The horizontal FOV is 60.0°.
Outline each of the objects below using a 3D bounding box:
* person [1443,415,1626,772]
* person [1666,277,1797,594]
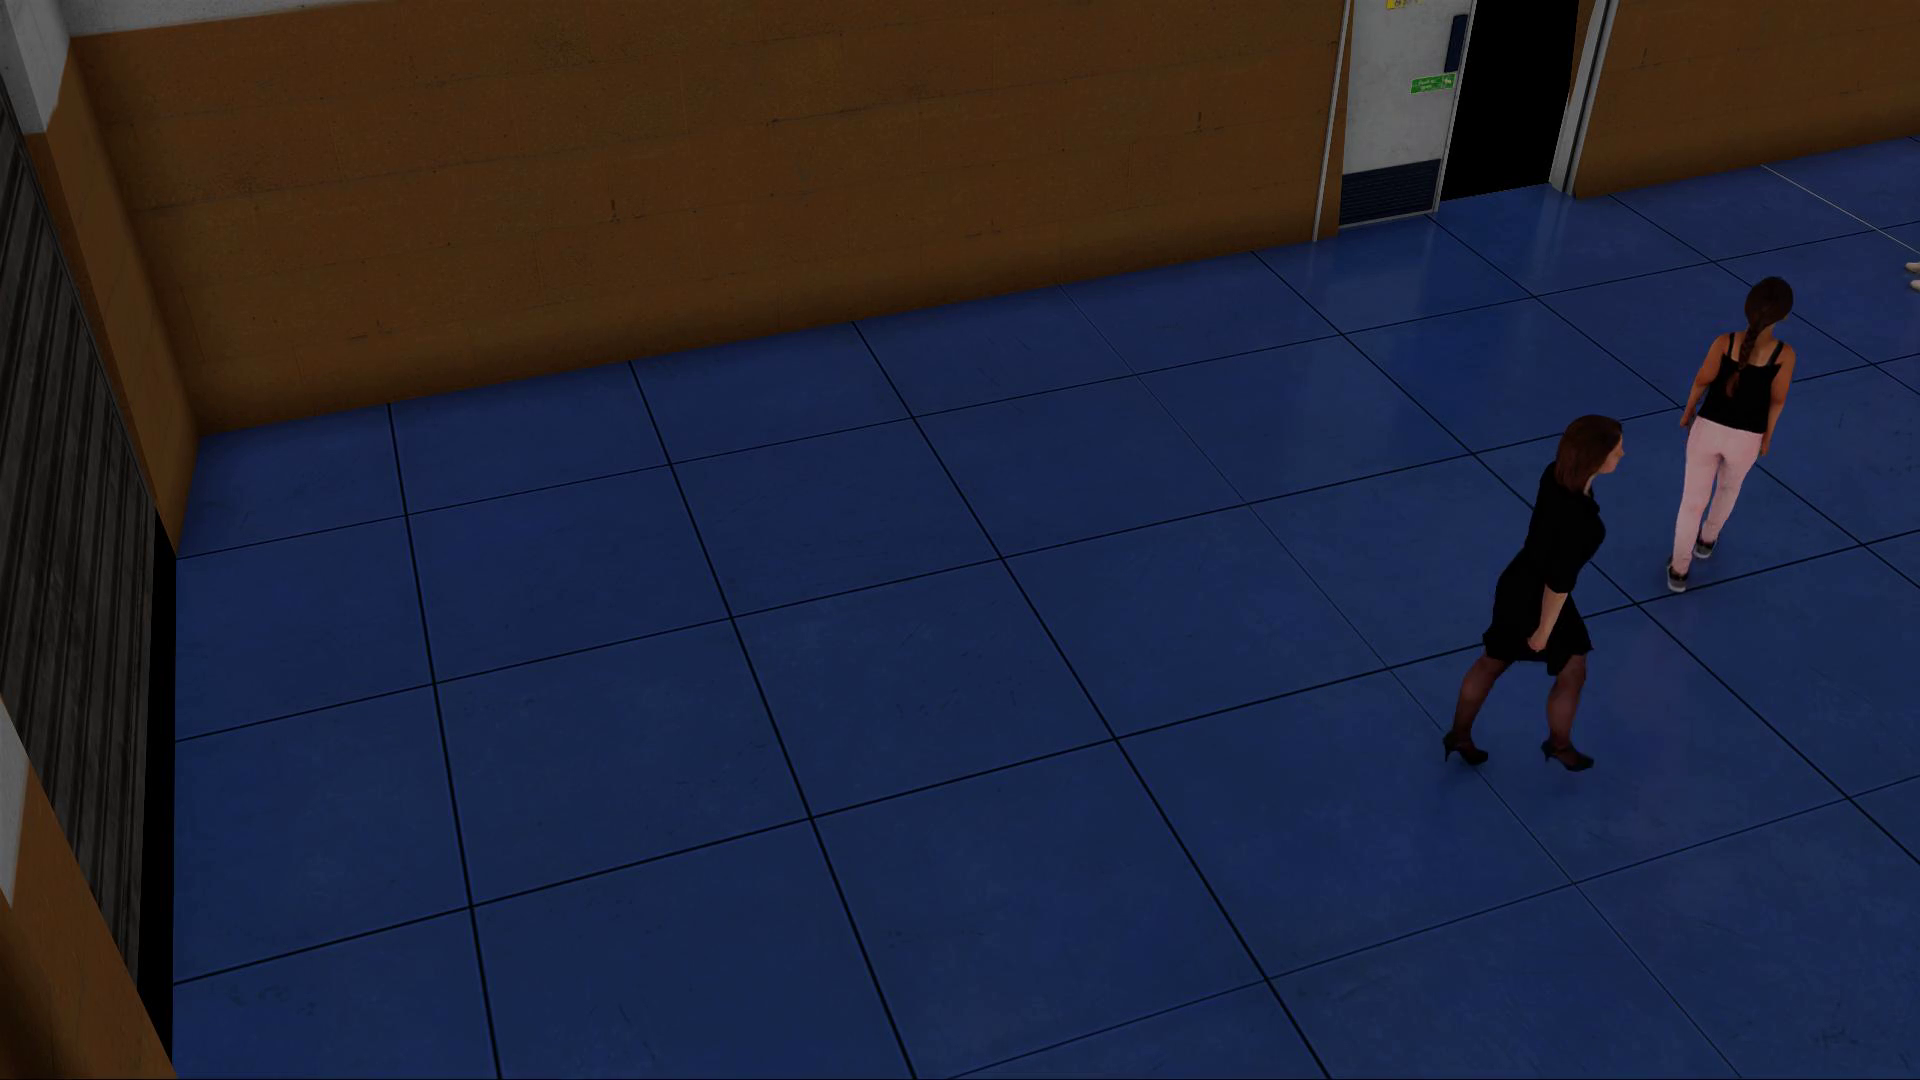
[{"bbox_3d":[2.134,0.250,6.399,0.805,1.684,0.853,-2,37,-3],"label":"person"},{"bbox_3d":[3.416,-0.424,7.421,0.789,1.552,0.861,13,39,17],"label":"person"}]
